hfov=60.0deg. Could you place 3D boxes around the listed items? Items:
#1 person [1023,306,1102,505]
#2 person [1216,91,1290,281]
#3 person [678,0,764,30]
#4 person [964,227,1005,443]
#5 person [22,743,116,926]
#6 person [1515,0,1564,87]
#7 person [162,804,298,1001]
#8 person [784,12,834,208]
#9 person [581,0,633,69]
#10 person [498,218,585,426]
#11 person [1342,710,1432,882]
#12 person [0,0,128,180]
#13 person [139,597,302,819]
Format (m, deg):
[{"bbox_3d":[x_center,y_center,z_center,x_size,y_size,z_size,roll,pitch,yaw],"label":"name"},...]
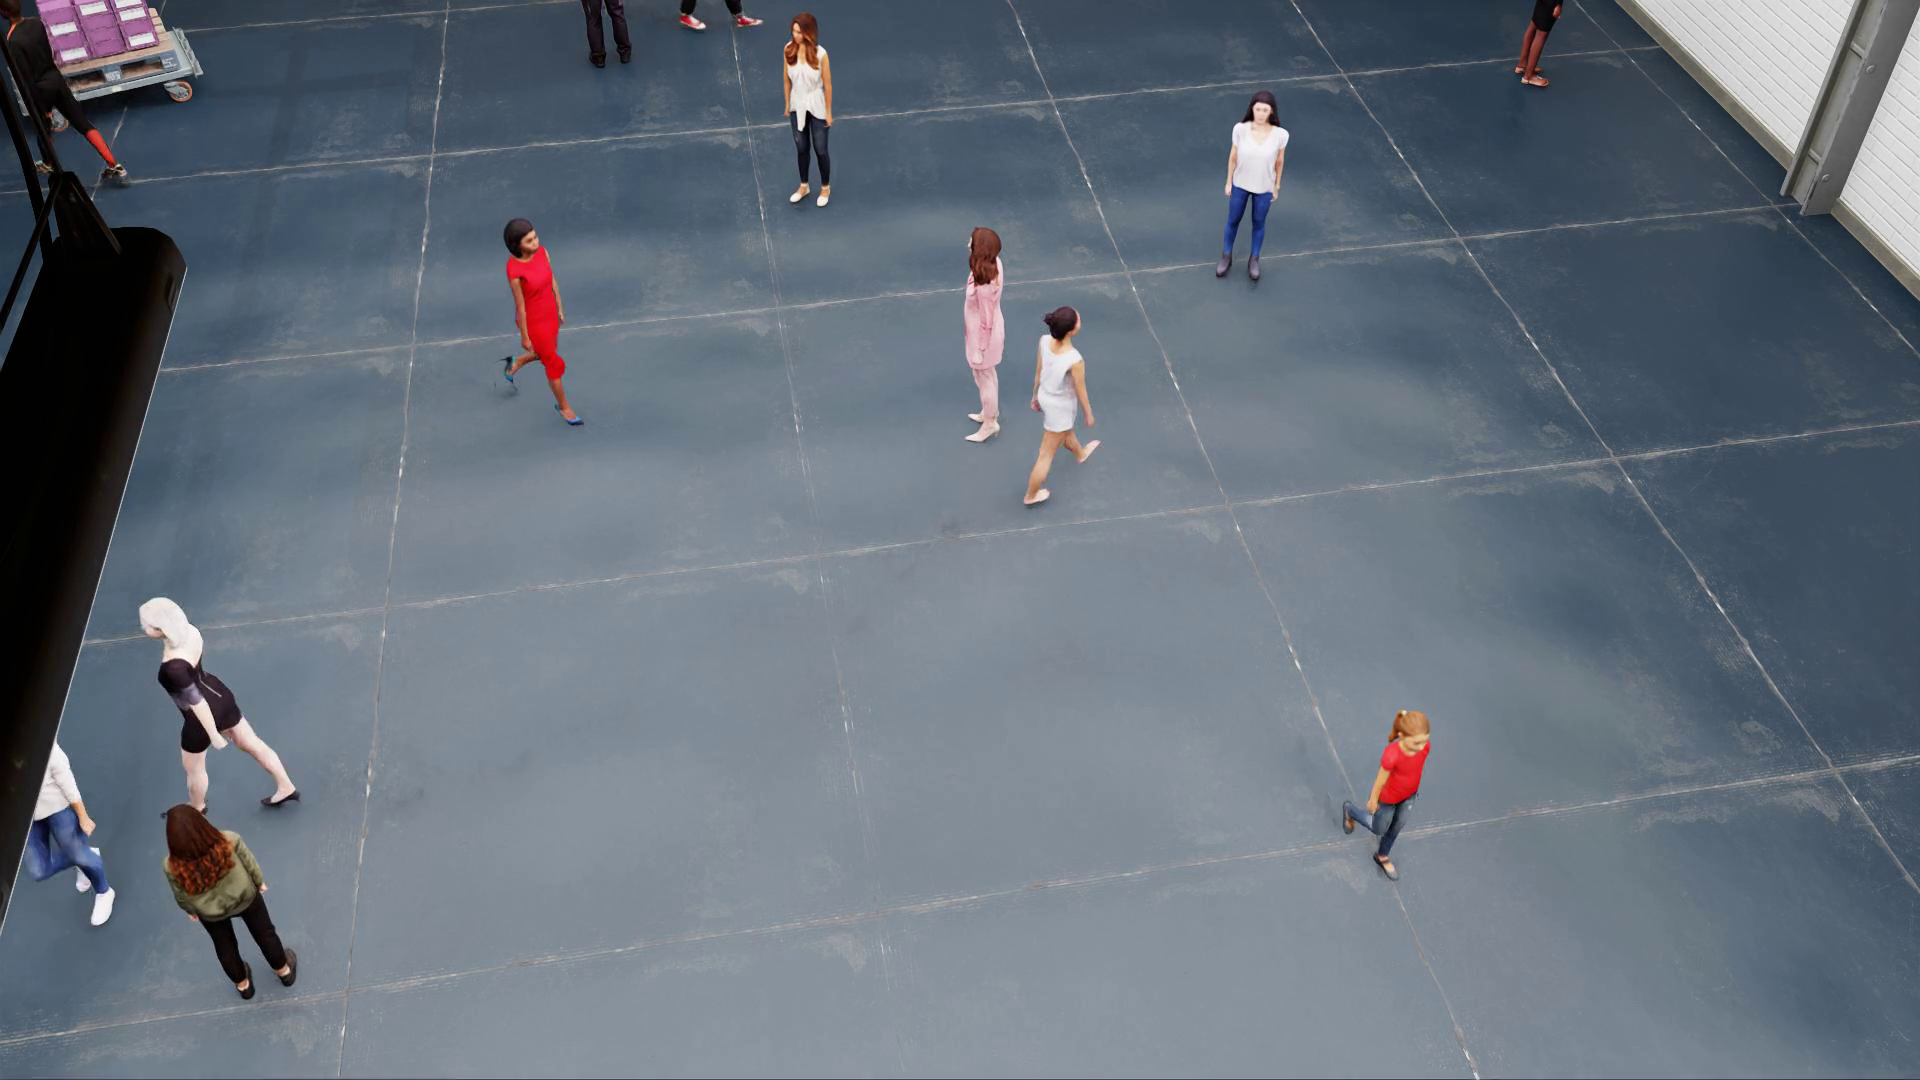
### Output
[{"bbox_3d":[0.623,-0.900,11.624,0.960,1.568,1.058,-28,50,-26],"label":"person"},{"bbox_3d":[2.400,-2.899,13.637,0.668,1.684,0.654,8,44,8],"label":"person"},{"bbox_3d":[-2.638,-5.983,16.846,1.114,1.724,1.197,12,45,13],"label":"person"},{"bbox_3d":[0.186,-1.486,12.068,0.732,1.803,0.553,4,44,5],"label":"person"},{"bbox_3d":[-4.951,1.424,9.079,0.656,1.713,0.708,-1,44,-1],"label":"person"},{"bbox_3d":[5.710,-5.268,16.101,0.713,1.716,0.526,1,44,1],"label":"person"},{"bbox_3d":[-3.858,1.898,8.754,0.624,1.474,0.584,-18,47,-18],"label":"person"},{"bbox_3d":[-1.302,-3.753,14.461,0.674,1.784,0.687,15,46,15],"label":"person"},{"bbox_3d":[-3.550,-5.540,16.298,0.759,1.839,0.635,-14,45,-15],"label":"person"},{"bbox_3d":[-3.176,-1.623,12.271,0.994,1.721,1.020,18,47,18],"label":"person"},{"bbox_3d":[2.431,1.379,9.426,0.584,1.299,0.764,-18,47,-18],"label":"person"},{"bbox_3d":[-7.960,-3.945,14.678,1.117,1.762,1.228,15,46,15],"label":"person"},{"bbox_3d":[-4.172,0.977,9.483,0.693,1.802,0.944,-4,44,-5],"label":"person"}]
